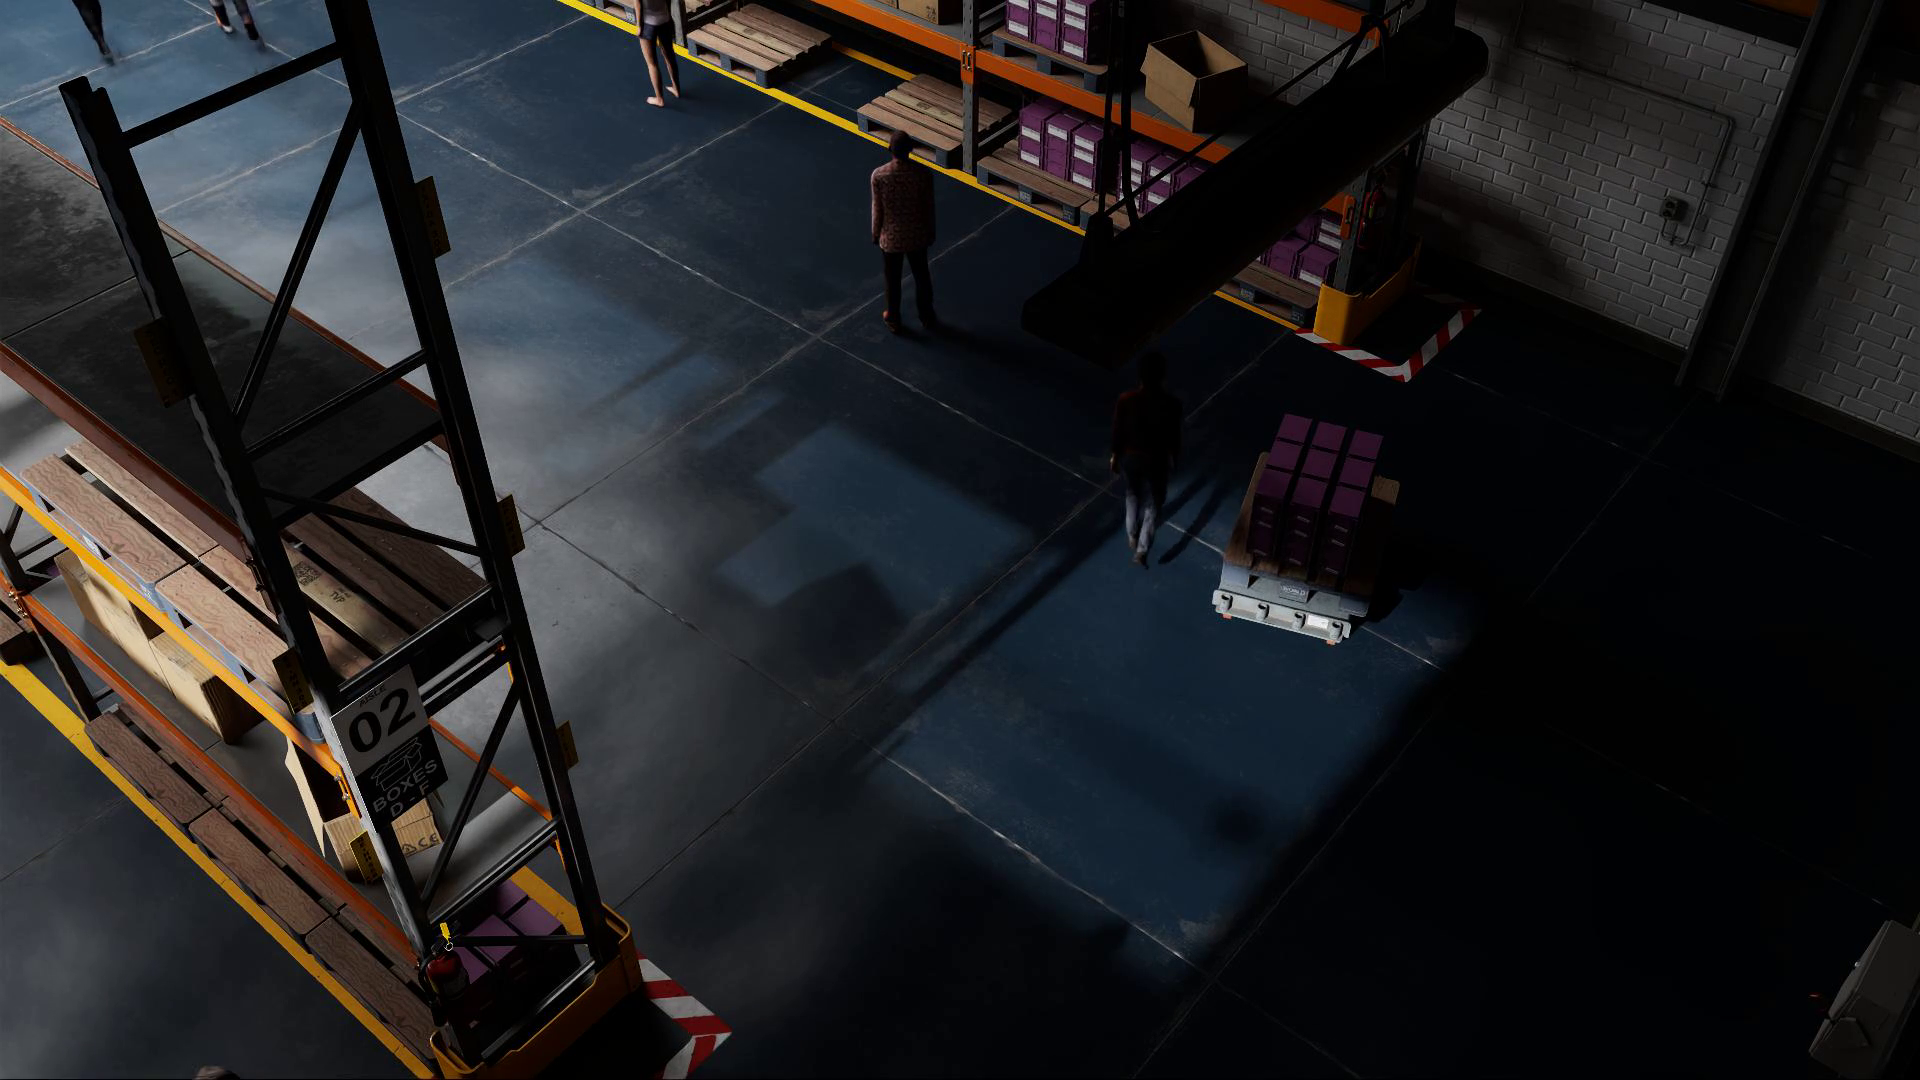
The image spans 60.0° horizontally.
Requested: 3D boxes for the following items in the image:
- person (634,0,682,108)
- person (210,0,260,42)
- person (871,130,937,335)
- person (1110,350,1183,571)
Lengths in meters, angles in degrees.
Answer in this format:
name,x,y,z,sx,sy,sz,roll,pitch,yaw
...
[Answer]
name,x,y,z,sx,sy,sz,roll,pitch,yaw
person,-3.014,-5.109,16.359,0.508,1.706,0.593,32,52,29
person,-7.759,-6.081,17.260,0.873,1.871,1.175,-27,50,-25
person,-0.455,-2.496,13.544,0.767,1.807,0.817,-6,44,-6
person,1.276,-0.501,11.480,0.967,1.765,0.941,9,44,9
